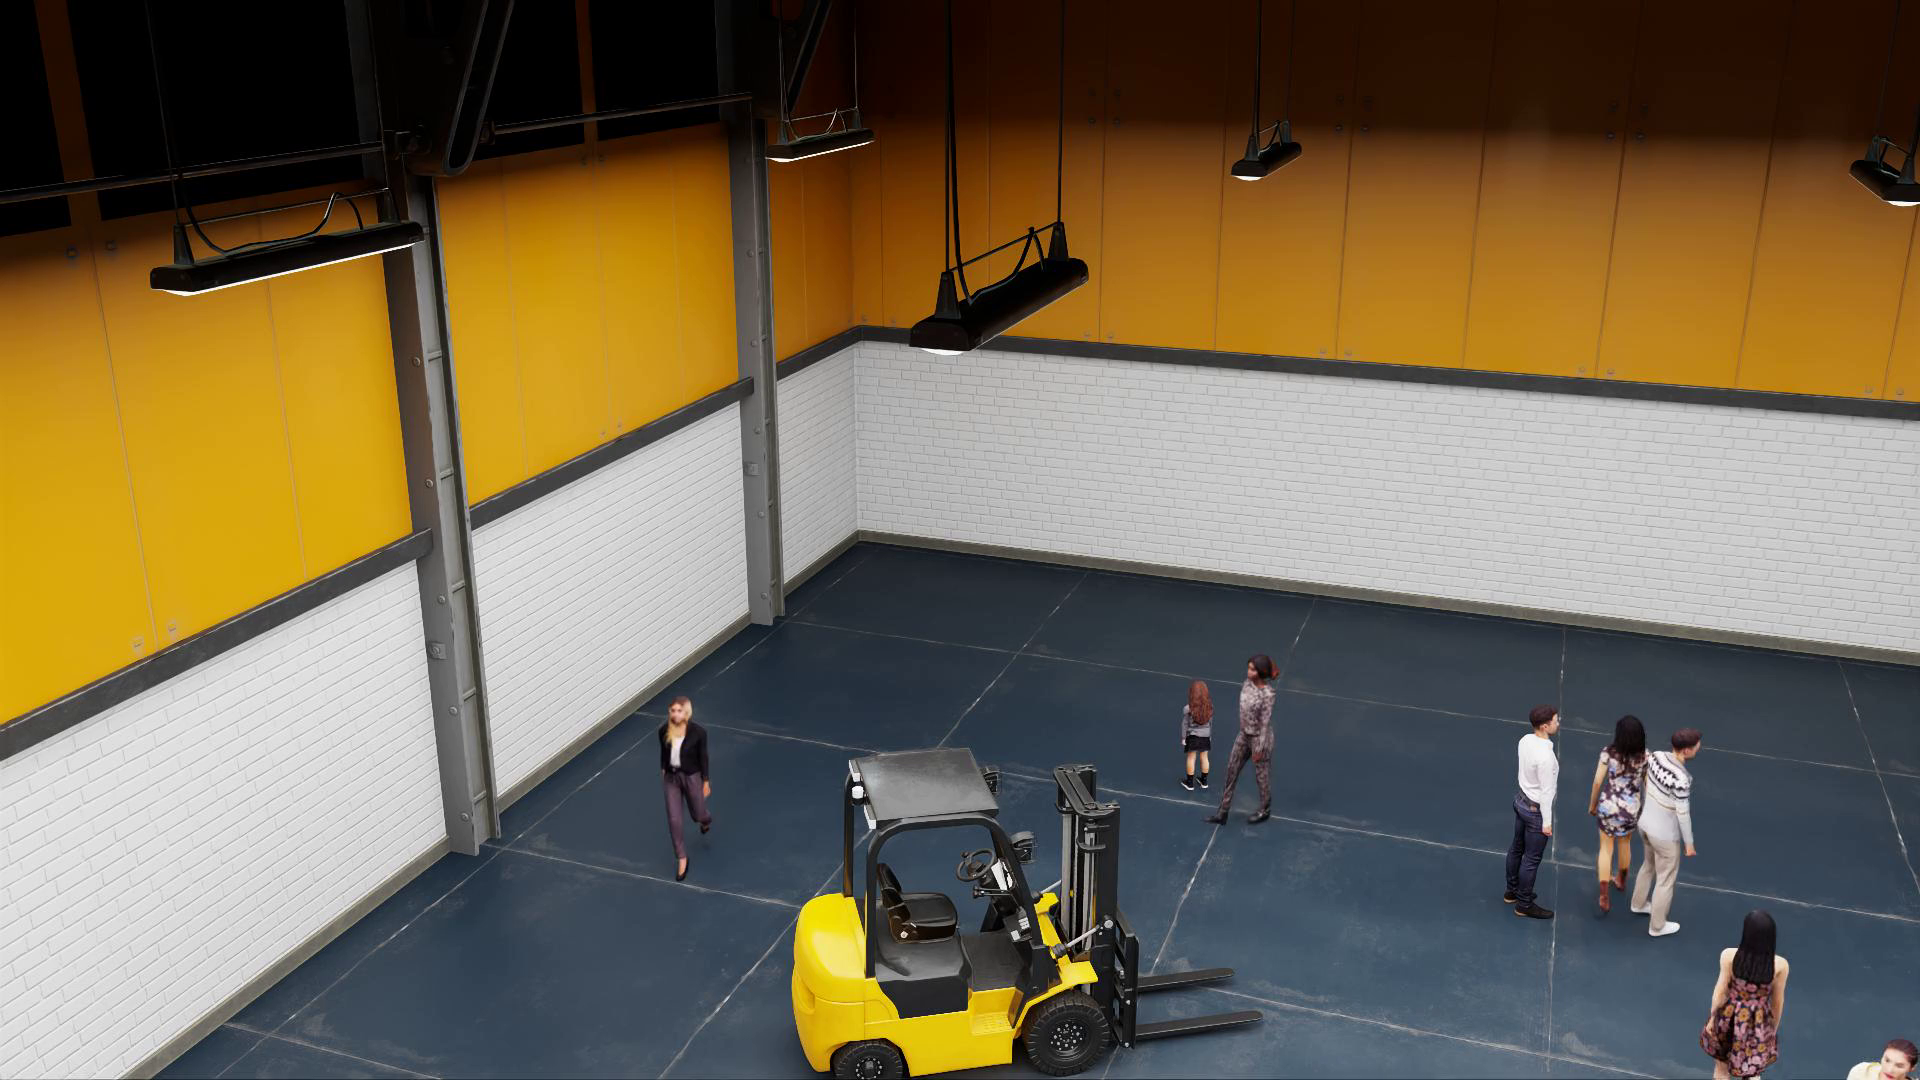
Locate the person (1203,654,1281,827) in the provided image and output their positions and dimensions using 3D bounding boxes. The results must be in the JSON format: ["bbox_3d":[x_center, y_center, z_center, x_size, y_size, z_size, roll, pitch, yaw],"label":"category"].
[{"bbox_3d":[2.786,1.843,15.290,1.023,1.692,0.936,-10,21,-27],"label":"person"}]

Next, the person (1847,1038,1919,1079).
[{"bbox_3d":[5.520,3.661,10.012,1.089,1.616,0.921,-16,25,-40],"label":"person"}]

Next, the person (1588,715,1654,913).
[{"bbox_3d":[5.494,2.305,13.900,0.715,1.704,0.992,6,19,17],"label":"person"}]

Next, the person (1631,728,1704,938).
[{"bbox_3d":[5.682,2.365,13.506,0.893,1.842,0.771,-4,19,-10],"label":"person"}]

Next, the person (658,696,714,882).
[{"bbox_3d":[-2.378,2.117,14.540,0.719,1.652,1.000,3,19,8],"label":"person"}]

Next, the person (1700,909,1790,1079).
[{"bbox_3d":[5.158,3.272,10.939,0.645,1.761,0.872,5,19,16],"label":"person"}]

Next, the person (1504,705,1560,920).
[{"bbox_3d":[4.769,2.231,13.863,0.769,1.868,0.662,-2,19,-5],"label":"person"}]

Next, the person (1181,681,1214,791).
[{"bbox_3d":[2.302,1.878,16.105,0.533,1.105,0.579,-6,20,-17],"label":"person"}]
